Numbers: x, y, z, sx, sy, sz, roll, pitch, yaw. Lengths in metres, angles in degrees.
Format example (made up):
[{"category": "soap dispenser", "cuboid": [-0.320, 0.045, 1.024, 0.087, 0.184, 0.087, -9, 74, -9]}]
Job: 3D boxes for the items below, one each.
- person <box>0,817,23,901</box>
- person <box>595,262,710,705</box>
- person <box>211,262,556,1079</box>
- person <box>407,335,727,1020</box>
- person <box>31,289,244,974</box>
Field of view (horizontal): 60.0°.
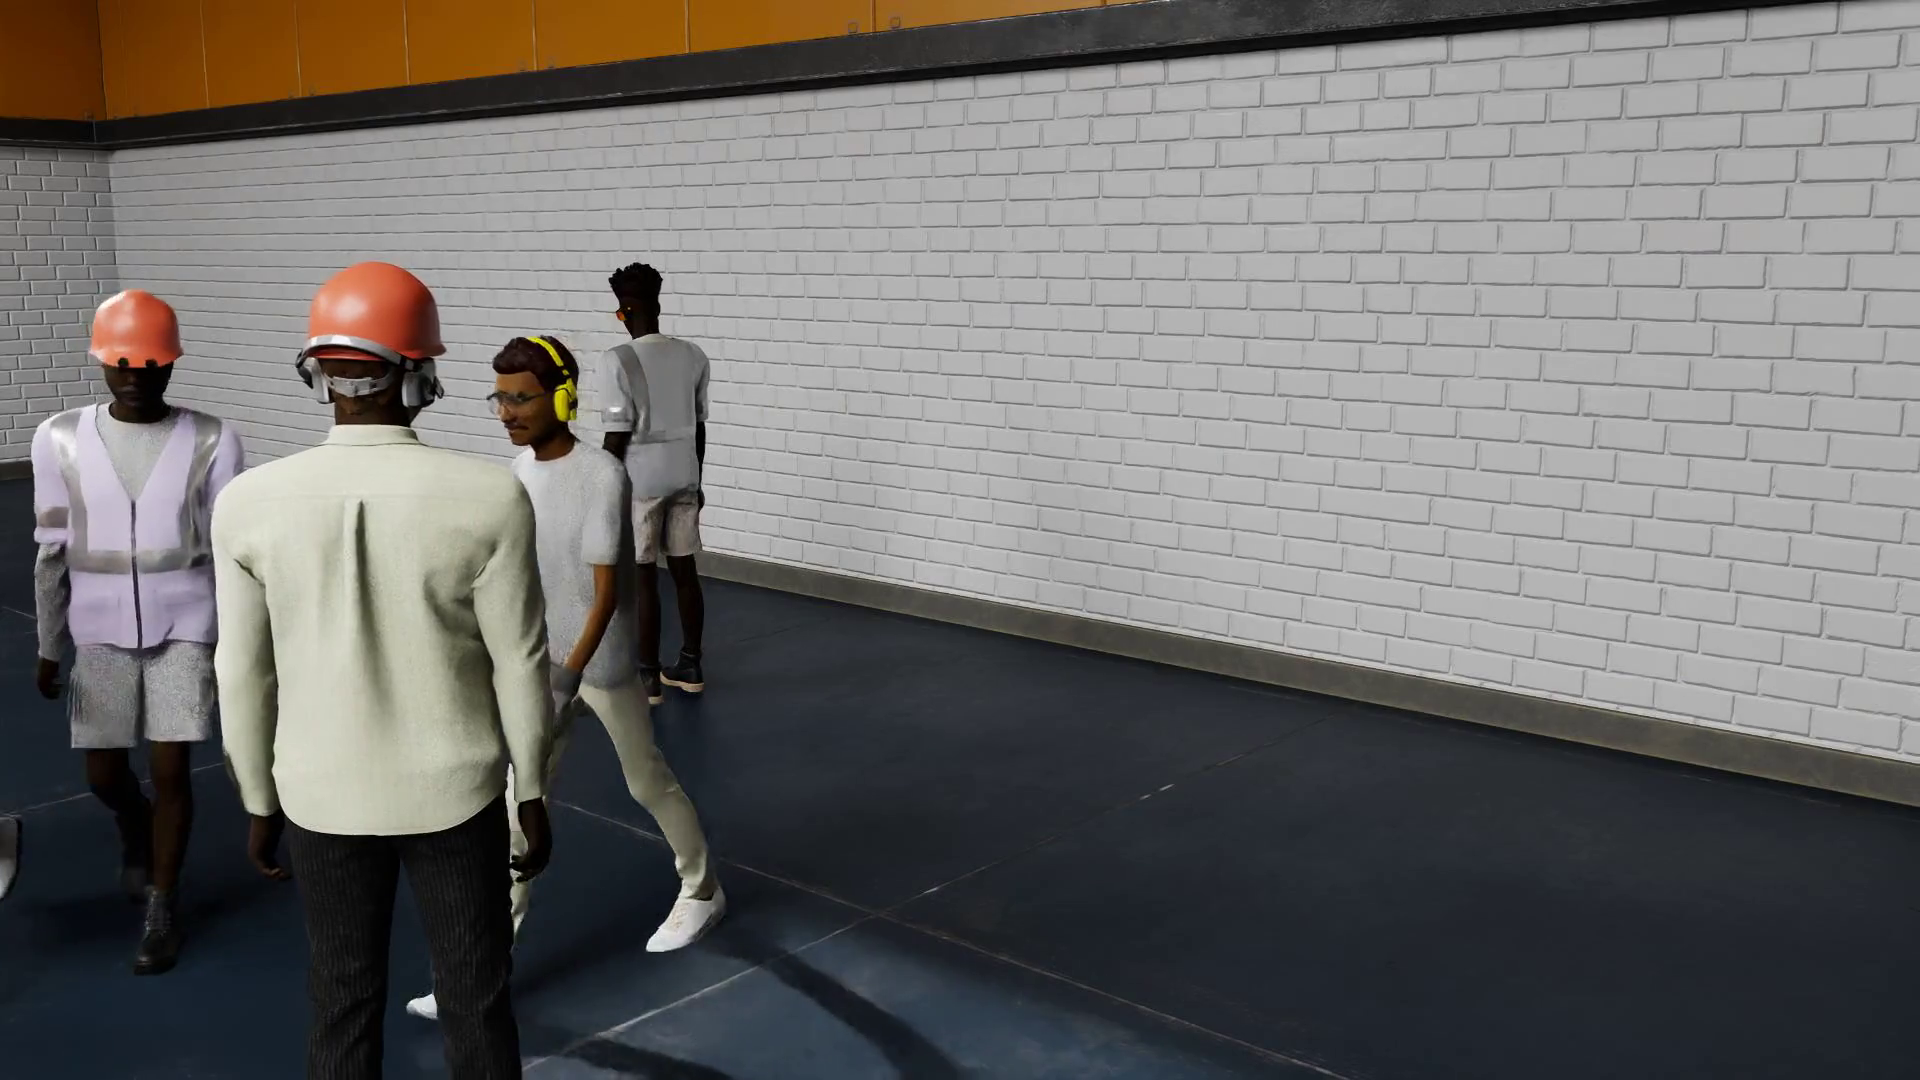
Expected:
[{"category": "person", "cuboid": [-3.124, 0.382, 4.797, 0.530, 1.622, 0.567, 6, 12, 30]}, {"category": "person", "cuboid": [-1.379, -0.247, 7.420, 0.381, 1.958, 0.602, 8, 13, 38]}, {"category": "person", "cuboid": [-1.080, 0.476, 3.201, 0.613, 1.995, 0.391, 0, 10, -2]}, {"category": "person", "cuboid": [-1.020, 0.354, 4.498, 0.480, 1.806, 1.064, 7, 12, 33]}, {"category": "person", "cuboid": [-2.317, 0.245, 4.745, 0.581, 1.913, 0.587, -3, 11, -19]}]
